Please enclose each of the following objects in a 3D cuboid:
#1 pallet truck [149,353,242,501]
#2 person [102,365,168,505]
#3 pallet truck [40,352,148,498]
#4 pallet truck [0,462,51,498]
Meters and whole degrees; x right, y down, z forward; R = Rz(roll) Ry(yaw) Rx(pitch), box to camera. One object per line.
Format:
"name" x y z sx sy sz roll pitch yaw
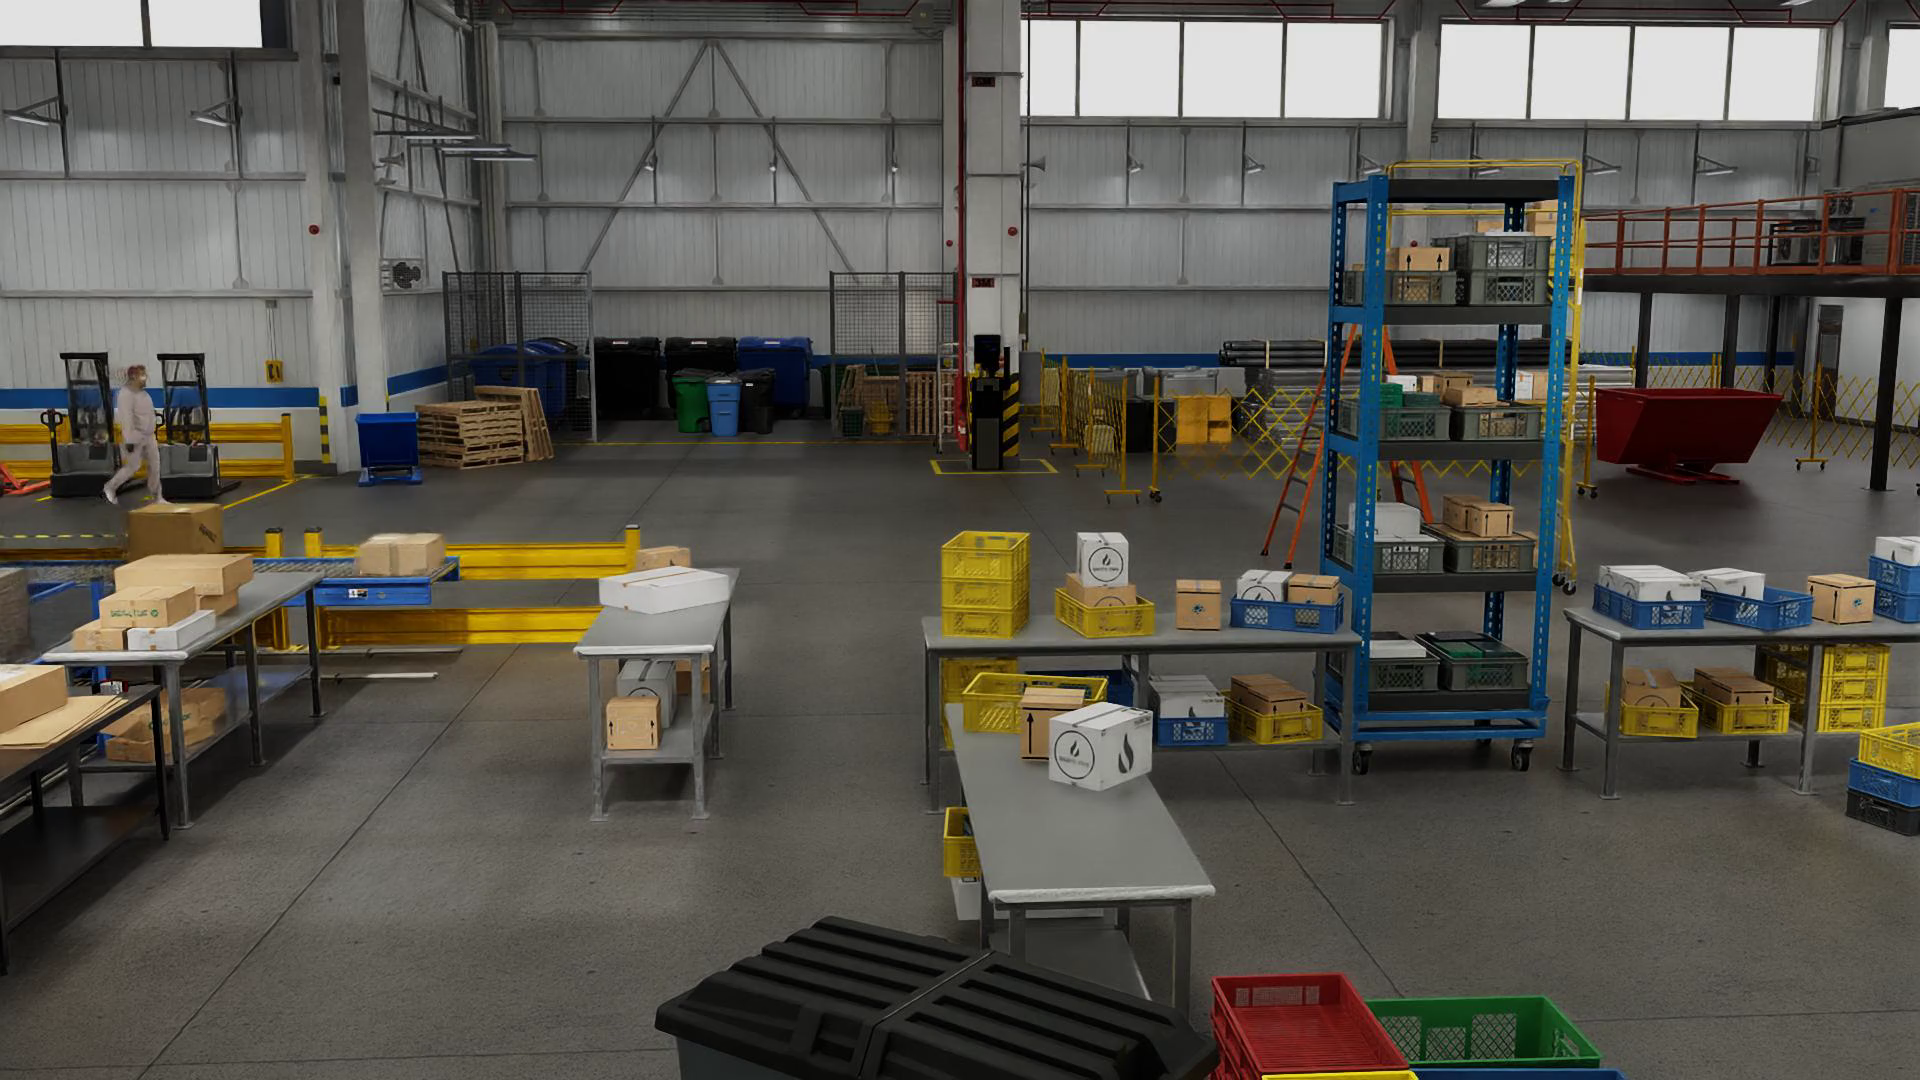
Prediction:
"pallet truck" -10.520 -1.604 22.925 0.823 1.965 1.885 -1 9 -6
"person" -10.788 -1.346 21.721 0.781 1.879 0.651 1 9 4
"pallet truck" -11.907 -1.642 23.165 0.823 1.965 1.885 0 9 0
"pallet truck" -13.193 -1.293 23.148 0.653 1.274 1.630 -1 9 -4
